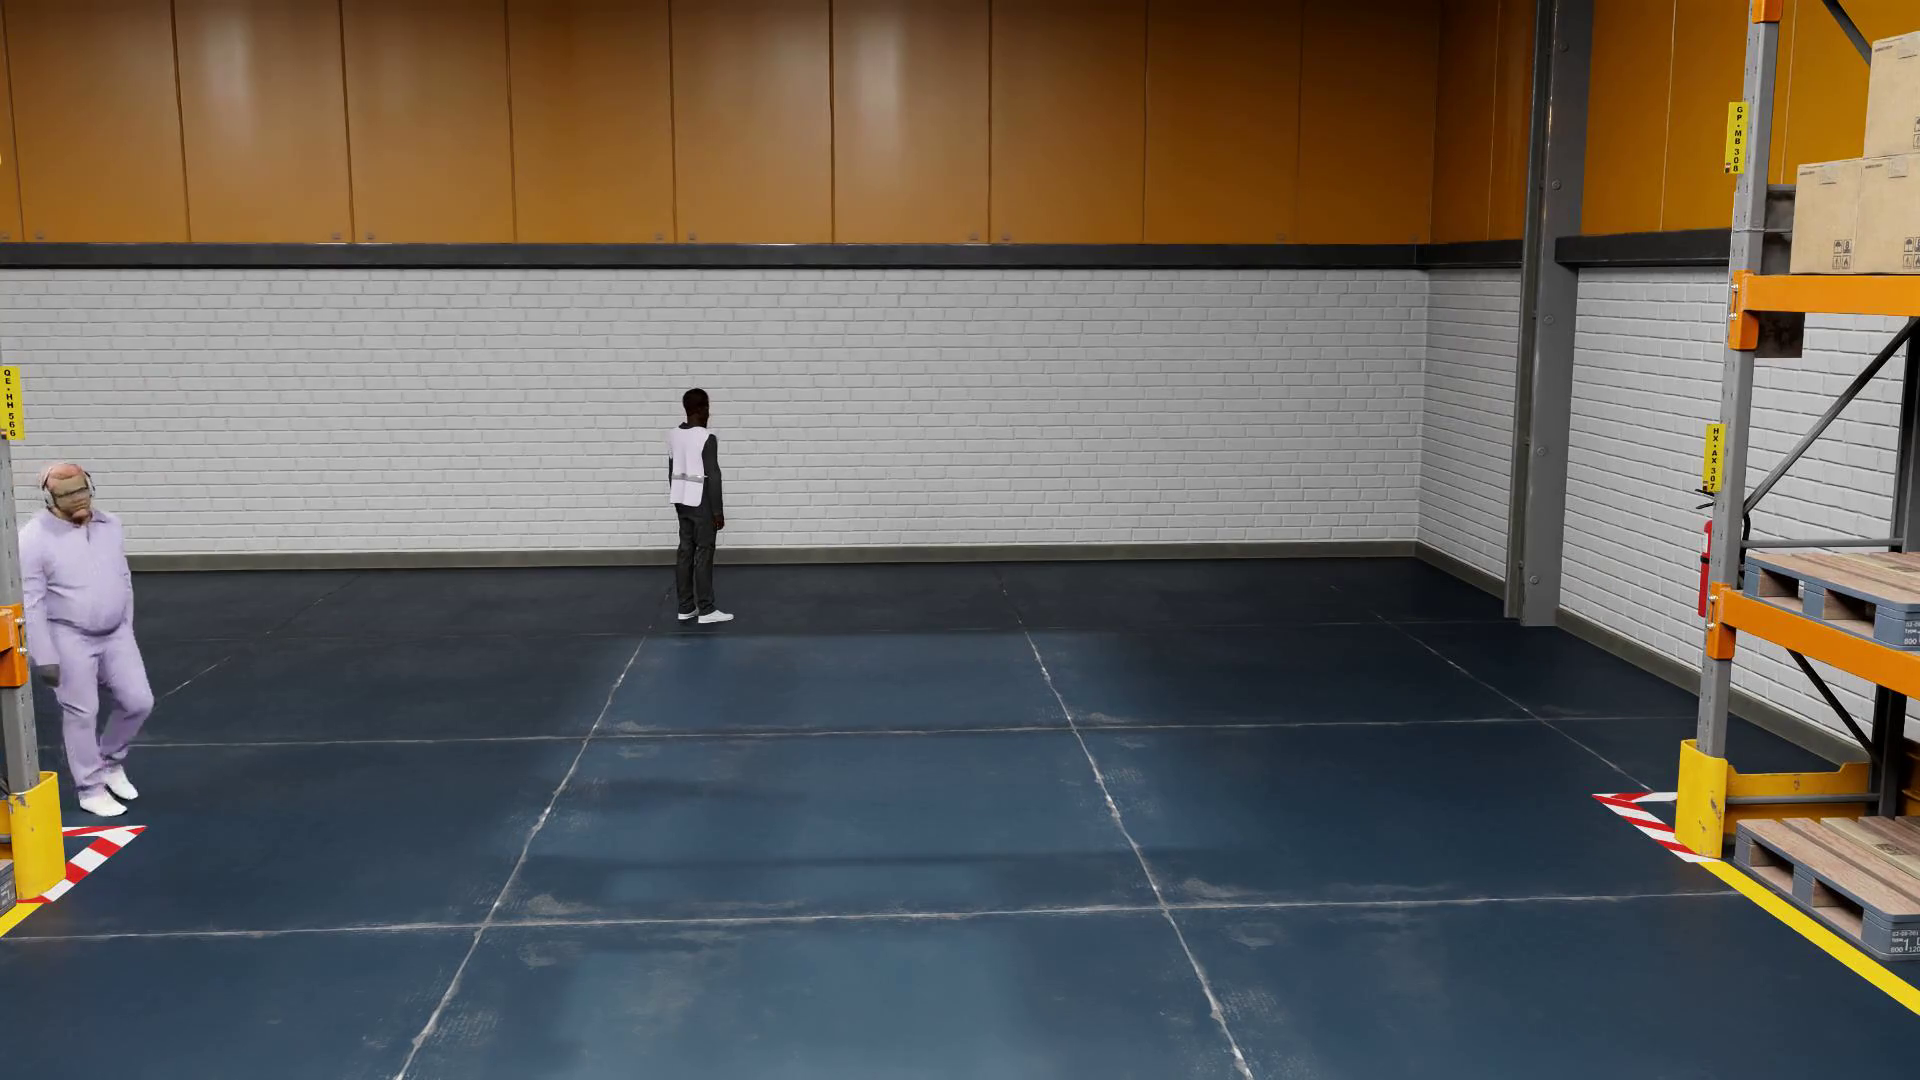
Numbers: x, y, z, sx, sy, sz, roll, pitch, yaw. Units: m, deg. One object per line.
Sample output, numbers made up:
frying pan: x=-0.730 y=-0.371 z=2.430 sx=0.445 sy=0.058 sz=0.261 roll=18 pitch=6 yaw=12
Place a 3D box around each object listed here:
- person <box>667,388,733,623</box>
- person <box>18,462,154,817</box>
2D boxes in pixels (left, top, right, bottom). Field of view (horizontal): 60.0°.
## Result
person: x=-2.155 y=-0.279 z=13.592 sx=0.593 sy=1.920 sz=0.391 roll=8 pitch=12 yaw=41
person: x=-4.516 y=0.529 z=8.621 sx=0.430 sy=1.883 sz=0.663 roll=4 pitch=10 yaw=23
